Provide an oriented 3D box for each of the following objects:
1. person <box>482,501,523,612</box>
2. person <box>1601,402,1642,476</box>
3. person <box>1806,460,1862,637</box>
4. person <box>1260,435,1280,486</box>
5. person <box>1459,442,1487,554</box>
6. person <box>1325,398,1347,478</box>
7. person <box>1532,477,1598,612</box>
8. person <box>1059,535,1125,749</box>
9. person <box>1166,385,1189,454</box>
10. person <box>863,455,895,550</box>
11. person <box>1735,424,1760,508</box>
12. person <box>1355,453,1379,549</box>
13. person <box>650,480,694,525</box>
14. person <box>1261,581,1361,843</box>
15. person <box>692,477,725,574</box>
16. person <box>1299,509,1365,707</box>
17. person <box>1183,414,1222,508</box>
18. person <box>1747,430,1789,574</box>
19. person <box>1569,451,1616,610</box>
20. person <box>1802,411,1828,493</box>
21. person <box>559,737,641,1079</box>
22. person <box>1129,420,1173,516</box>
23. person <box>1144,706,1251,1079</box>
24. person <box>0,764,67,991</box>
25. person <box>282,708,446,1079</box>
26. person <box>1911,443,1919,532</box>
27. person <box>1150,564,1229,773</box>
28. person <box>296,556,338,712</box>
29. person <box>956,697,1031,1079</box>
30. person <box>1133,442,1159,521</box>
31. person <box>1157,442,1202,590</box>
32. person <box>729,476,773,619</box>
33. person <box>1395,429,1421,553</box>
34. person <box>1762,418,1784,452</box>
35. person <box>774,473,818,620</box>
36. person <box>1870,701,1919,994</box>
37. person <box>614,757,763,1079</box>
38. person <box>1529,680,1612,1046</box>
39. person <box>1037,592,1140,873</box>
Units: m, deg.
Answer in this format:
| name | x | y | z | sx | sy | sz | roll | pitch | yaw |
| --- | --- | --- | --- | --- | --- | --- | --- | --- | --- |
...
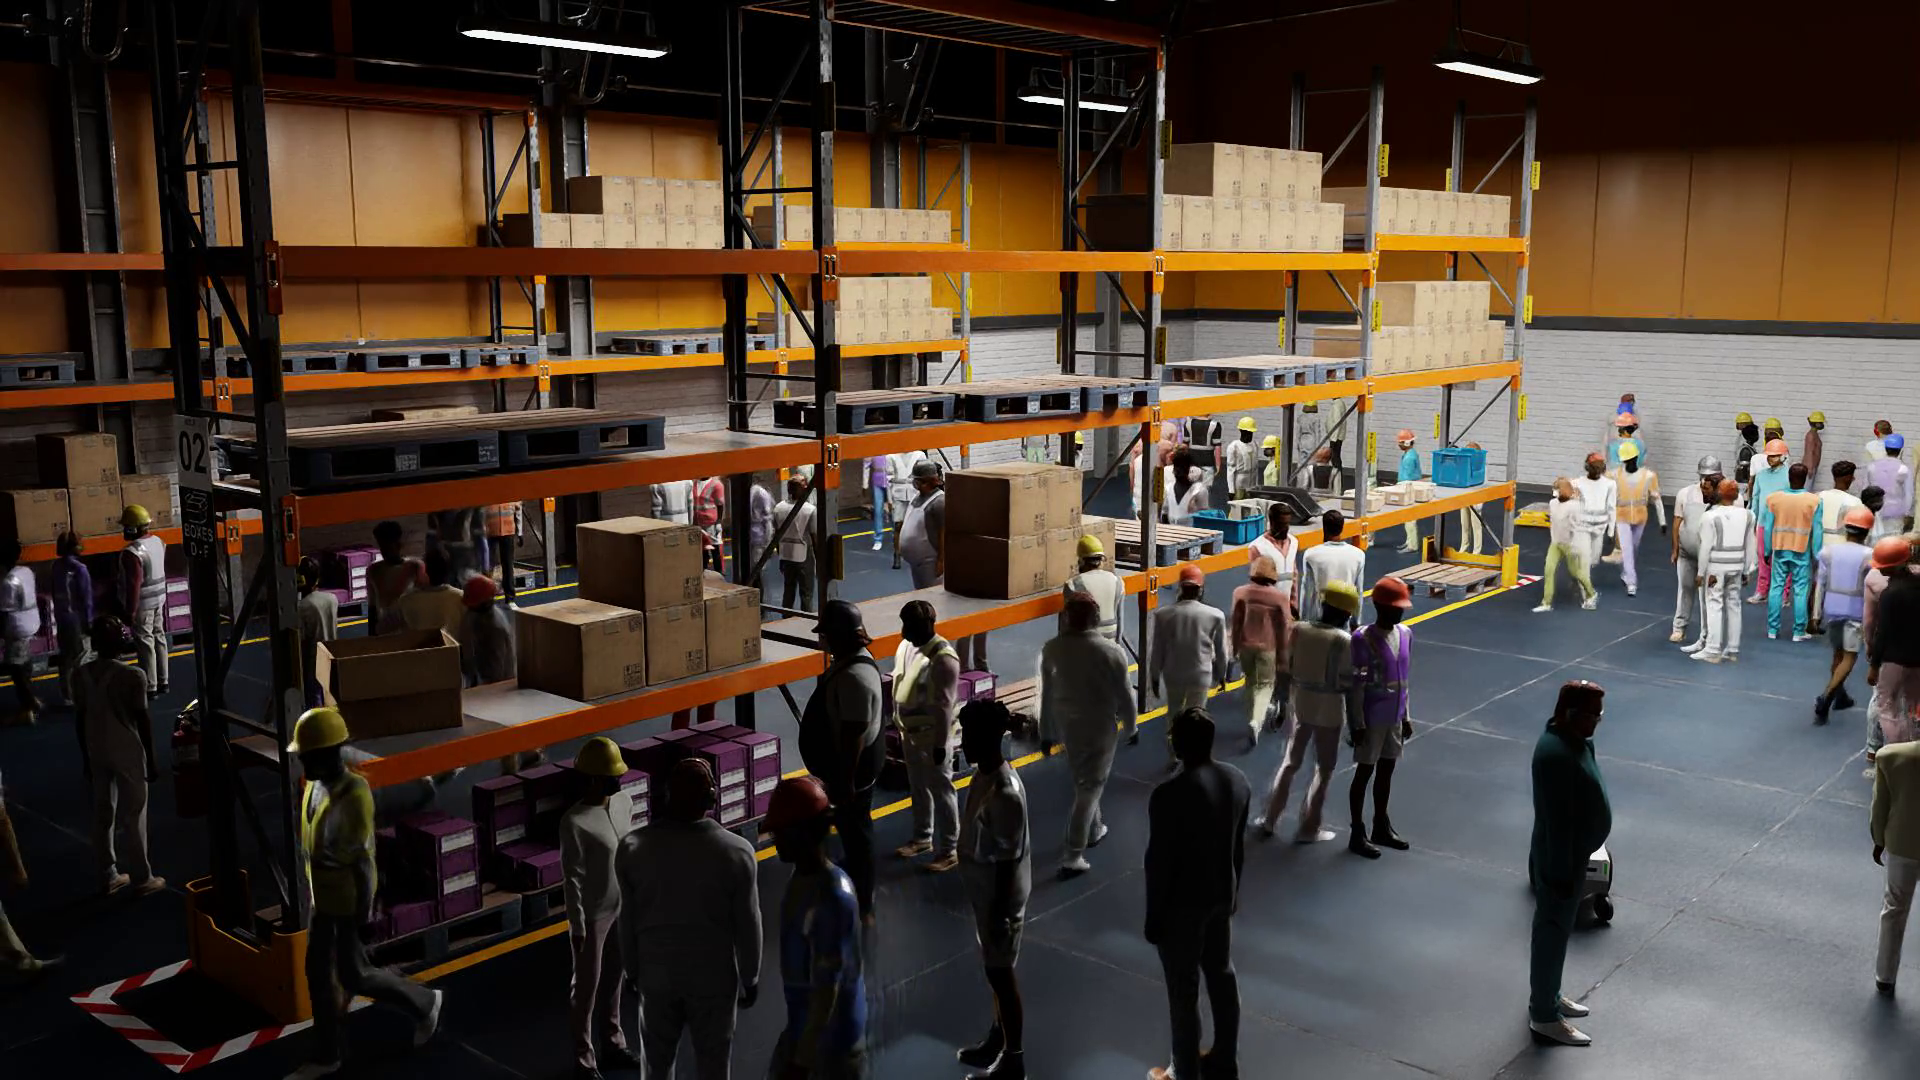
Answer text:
| name | x | y | z | sx | sy | sz | roll | pitch | yaw |
| --- | --- | --- | --- | --- | --- | --- | --- | --- | --- |
| person | -5.344 | -0.105 | 19.250 | 0.585 | 1.927 | 0.366 | -5 | 11 | -28 |
| person | 10.233 | -1.184 | 25.690 | 0.708 | 1.926 | 0.613 | -6 | 11 | -33 |
| person | 9.375 | 0.111 | 17.853 | 0.364 | 1.965 | 0.616 | -4 | 10 | -24 |
| person | 4.163 | -0.516 | 22.214 | 0.337 | 1.762 | 0.523 | 0 | 10 | 1 |
| person | 6.930 | -0.515 | 22.576 | 0.279 | 1.633 | 0.500 | -4 | 10 | -24 |
| person | 6.549 | -1.779 | 29.036 | 0.375 | 1.997 | 0.612 | 3 | 10 | 15 |
| person | 7.094 | 0.045 | 19.354 | 0.811 | 1.600 | 0.507 | -4 | 10 | -21 |
| person | 1.077 | 0.865 | 13.774 | 0.597 | 1.823 | 0.403 | -5 | 11 | -29 |
| person | 3.595 | -1.624 | 27.970 | 0.614 | 2.042 | 0.373 | 9 | 13 | 42 |
| person | -1.051 | -0.793 | 23.404 | 0.609 | 1.915 | 0.407 | 1 | 10 | 4 |
| person | 11.547 | -0.853 | 24.400 | 0.315 | 1.696 | 0.541 | 6 | 11 | 31 |
| person | 5.764 | -0.691 | 23.607 | 0.307 | 1.640 | 0.520 | 7 | 12 | 36 |
| person | -3.353 | -0.115 | 19.298 | 0.542 | 1.931 | 0.376 | -7 | 12 | -36 |
| person | 2.480 | 1.199 | 11.619 | 0.442 | 1.879 | 0.717 | -9 | 13 | -43 |
| person | -3.145 | -0.215 | 20.582 | 0.540 | 1.699 | 0.316 | 6 | 11 | 33 |
| person | 3.260 | 0.685 | 14.612 | 0.598 | 1.907 | 0.408 | -3 | 10 | -17 |
| person | 3.707 | -1.190 | 25.428 | 0.611 | 2.032 | 0.411 | 5 | 11 | 26 |
| person | 10.570 | -0.498 | 21.764 | 0.335 | 1.873 | 0.520 | -8 | 12 | -39 |
| person | 7.449 | -0.144 | 19.736 | 0.583 | 1.856 | 0.836 | 0 | 10 | 0 |
| person | 13.196 | -1.112 | 25.743 | 0.324 | 1.767 | 0.533 | 6 | 11 | 31 |
| person | -1.752 | 1.826 | 8.206 | 0.313 | 1.768 | 0.527 | 4 | 10 | 24 |
| person | 2.638 | -0.747 | 22.891 | 0.614 | 1.990 | 0.392 | 2 | 10 | 11 |
| person | 1.149 | 1.761 | 8.118 | 0.627 | 1.931 | 0.368 | -8 | 12 | -38 |
| person | -5.293 | 1.693 | 8.902 | 0.590 | 1.796 | 0.993 | 4 | 10 | 23 |
| person | -3.032 | 1.742 | 8.300 | 0.747 | 1.902 | 0.596 | -9 | 13 | -43 |
| person | 14.232 | -0.891 | 24.446 | 0.563 | 1.755 | 0.321 | 1 | 10 | 5 |
| person | 1.808 | 1.041 | 13.040 | 0.579 | 1.707 | 0.855 | 3 | 10 | 18 |
| person | -4.901 | 1.035 | 12.655 | 0.330 | 1.860 | 0.512 | 3 | 10 | 18 |
| person | 0.163 | 1.729 | 8.224 | 0.374 | 1.959 | 0.608 | -1 | 10 | -7 |
| person | 2.413 | -0.459 | 21.494 | 0.337 | 1.882 | 0.585 | 5 | 11 | 26 |
| person | 2.711 | -0.285 | 20.606 | 0.560 | 1.836 | 0.393 | 1 | 10 | 4 |
| person | -2.390 | 0.023 | 18.609 | 0.568 | 1.903 | 0.715 | 8 | 12 | 40 |
| person | 6.253 | -0.684 | 23.267 | 0.375 | 1.740 | 0.579 | 2 | 10 | 13 |
| person | 12.165 | -0.968 | 24.975 | 0.320 | 1.737 | 0.485 | 8 | 13 | 41 |
| person | -1.703 | 0.225 | 17.507 | 0.565 | 1.850 | 0.389 | 6 | 11 | 31 |
| person | 5.308 | 1.674 | 9.136 | 0.563 | 1.755 | 0.323 | 8 | 13 | 41 |
| person | -1.192 | 1.898 | 7.410 | 0.647 | 1.895 | 0.404 | 0 | 10 | 2 |
| person | 3.202 | 1.665 | 8.763 | 0.409 | 1.903 | 0.639 | 4 | 10 | 21 |
| person | 0.863 | 1.274 | 11.246 | 0.635 | 1.860 | 0.966 | 6 | 11 | 34 |
